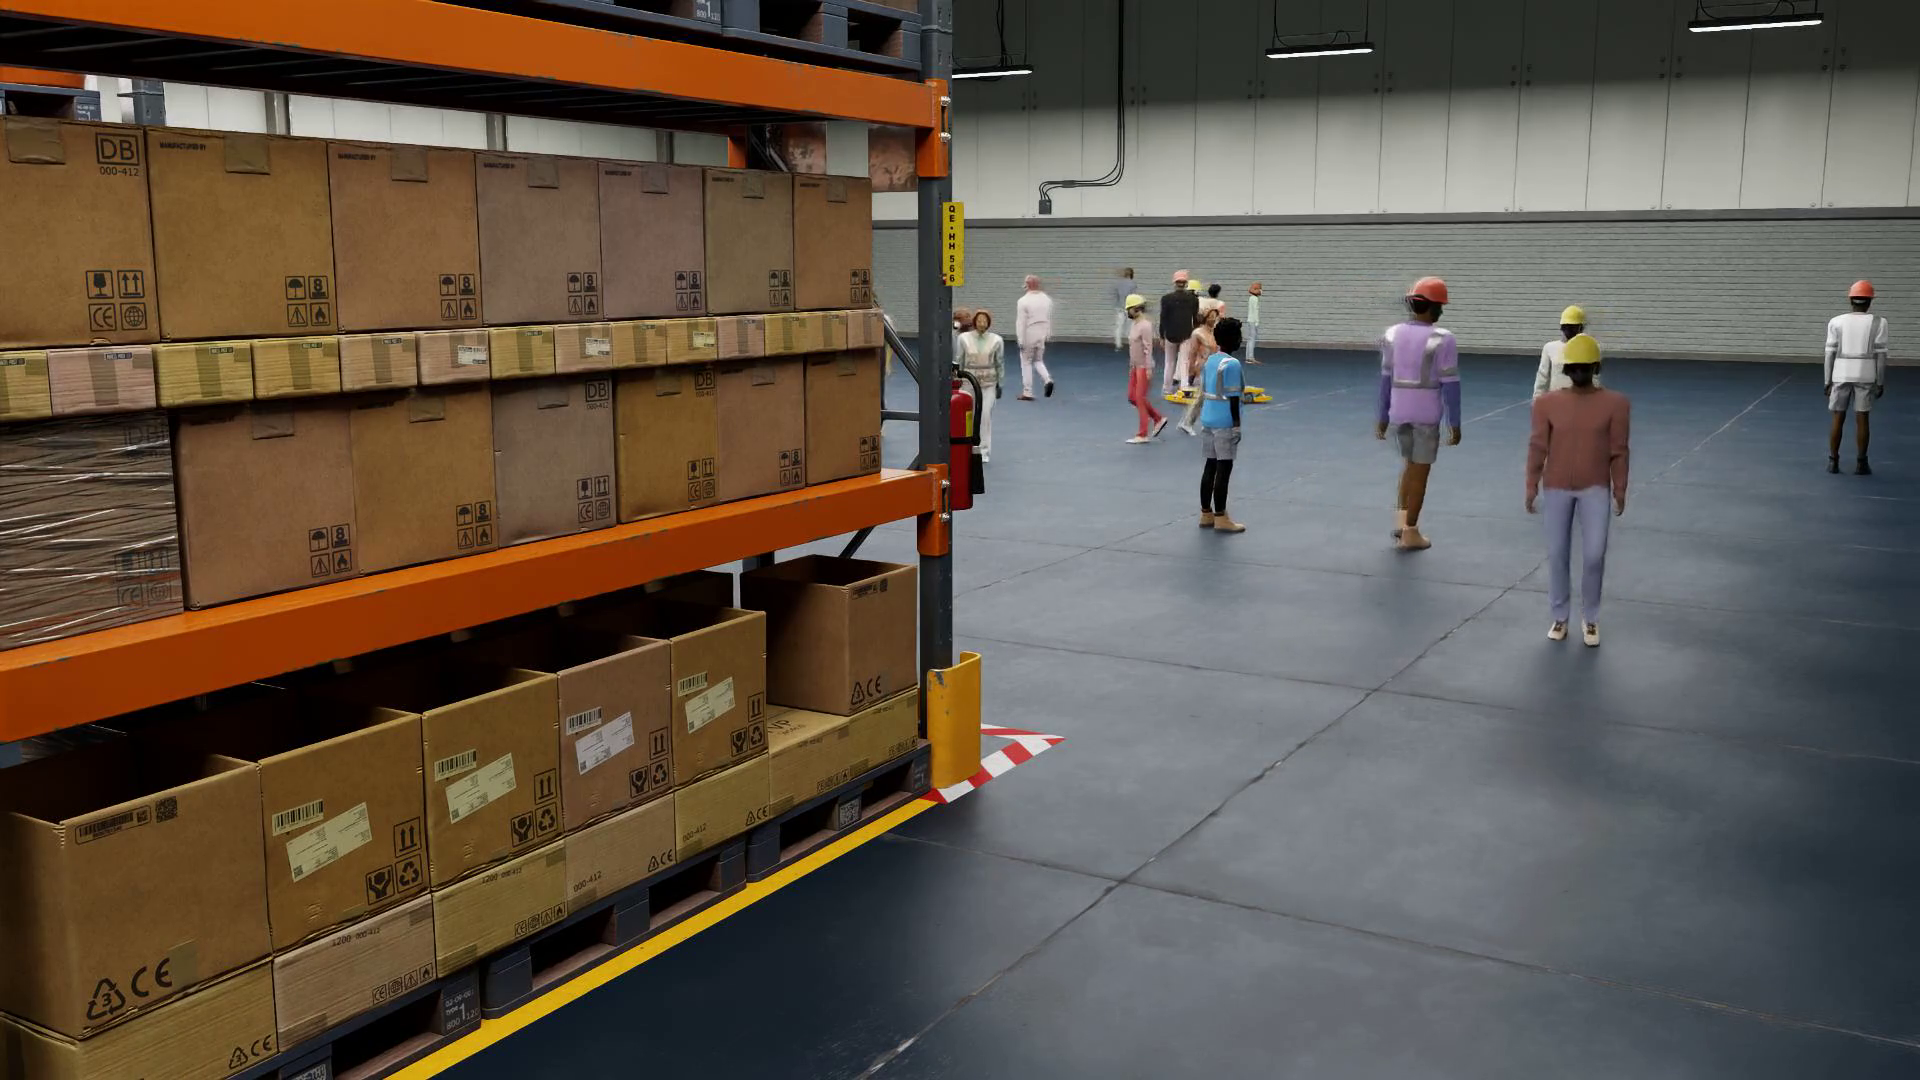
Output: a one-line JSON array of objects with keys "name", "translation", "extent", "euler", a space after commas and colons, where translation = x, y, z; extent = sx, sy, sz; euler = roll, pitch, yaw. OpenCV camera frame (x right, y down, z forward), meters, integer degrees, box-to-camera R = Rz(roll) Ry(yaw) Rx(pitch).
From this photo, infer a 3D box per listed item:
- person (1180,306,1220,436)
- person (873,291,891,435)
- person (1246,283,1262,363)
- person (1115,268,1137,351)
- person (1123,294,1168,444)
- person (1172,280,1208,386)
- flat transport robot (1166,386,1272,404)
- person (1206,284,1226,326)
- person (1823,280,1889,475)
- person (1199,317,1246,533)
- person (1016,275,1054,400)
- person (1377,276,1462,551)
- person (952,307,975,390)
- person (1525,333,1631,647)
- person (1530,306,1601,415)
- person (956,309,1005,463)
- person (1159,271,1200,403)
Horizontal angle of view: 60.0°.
[{"name": "person", "translation": [2.921, -1.999, 19.844], "extent": [0.516, 1.594, 0.868], "euler": [-8, 13, -39]}, {"name": "person", "translation": [-1.052, -2.044, 19.477], "extent": [0.511, 1.822, 0.799], "euler": [0, 10, 0]}, {"name": "person", "translation": [6.005, -4.424, 33.929], "extent": [0.271, 1.632, 0.503], "euler": [0, 10, -2]}, {"name": "person", "translation": [3.921, -5.277, 38.140], "extent": [0.957, 1.897, 0.661], "euler": [-8, 12, -39]}, {"name": "person", "translation": [2.163, -1.997, 19.397], "extent": [0.519, 1.738, 0.589], "euler": [-2, 10, -13]}, {"name": "person", "translation": [3.955, -3.488, 28.029], "extent": [0.963, 1.789, 0.591], "euler": [-6, 12, -33]}, {"name": "flat transport robot", "translation": [3.844, -2.164, 24.680], "extent": [1.431, 0.197, 0.652], "euler": [-3, 10, -19]}, {"name": "person", "translation": [4.557, -3.757, 29.907], "extent": [0.555, 1.656, 0.762], "euler": [5, 11, 28]}, {"name": "person", "translation": [8.947, -1.620, 16.633], "extent": [0.551, 1.932, 0.378], "euler": [6, 12, 33]}, {"name": "person", "translation": [2.087, -0.912, 13.180], "extent": [0.319, 1.695, 0.539], "euler": [-3, 10, -15]}, {"name": "person", "translation": [1.114, -3.035, 25.041], "extent": [0.665, 1.888, 0.504], "euler": [-7, 12, -36]}, {"name": "person", "translation": [3.436, -0.928, 12.316], "extent": [0.540, 2.020, 0.631], "euler": [-8, 12, -38]}, {"name": "person", "translation": [0.017, -1.818, 18.748], "extent": [0.493, 1.599, 0.689], "euler": [5, 11, 28]}, {"name": "person", "translation": [3.437, -0.272, 9.303], "extent": [0.538, 1.749, 0.556], "euler": [5, 11, 26]}, {"name": "person", "translation": [5.422, -1.224, 14.944], "extent": [0.532, 1.724, 0.900], "euler": [9, 13, 43]}, {"name": "person", "translation": [0.211, -1.638, 17.624], "extent": [0.535, 1.624, 0.413], "euler": [0, 10, 2]}, {"name": "person", "translation": [3.282, -3.049, 24.950], "extent": [0.649, 1.944, 0.991], "euler": [-1, 10, -3]}]
